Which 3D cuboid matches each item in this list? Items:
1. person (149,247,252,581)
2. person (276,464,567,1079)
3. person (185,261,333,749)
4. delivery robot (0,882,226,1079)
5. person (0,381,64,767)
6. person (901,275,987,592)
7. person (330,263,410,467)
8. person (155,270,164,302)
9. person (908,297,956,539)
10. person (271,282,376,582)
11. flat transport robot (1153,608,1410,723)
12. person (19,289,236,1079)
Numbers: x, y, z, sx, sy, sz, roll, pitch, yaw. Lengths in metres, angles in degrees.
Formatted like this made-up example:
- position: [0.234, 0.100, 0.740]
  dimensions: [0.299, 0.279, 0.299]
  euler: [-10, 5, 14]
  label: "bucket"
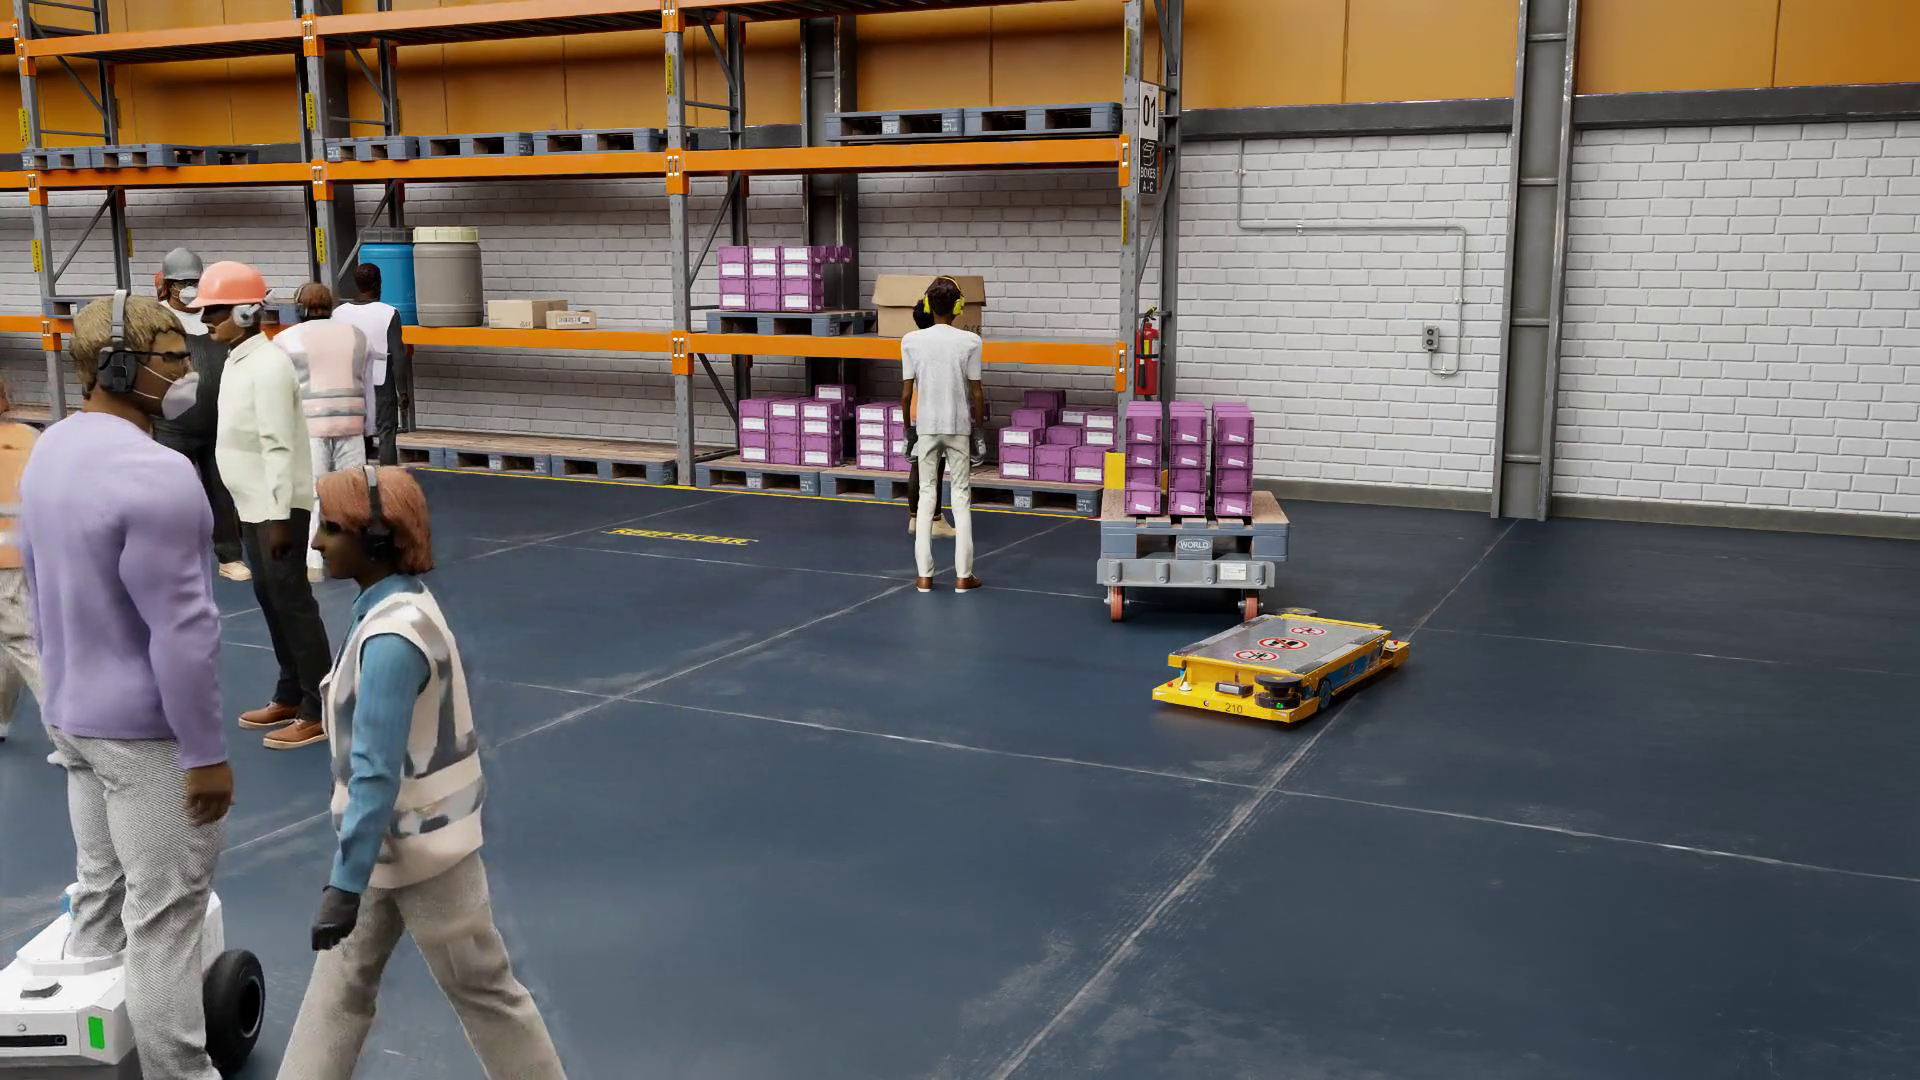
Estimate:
- position: [-4.585, -0.732, 10.003]
  dimensions: [0.538, 2.000, 0.685]
  euler: [9, 13, 42]
  label: "person"
- position: [-1.184, 0.641, 3.406]
  dimensions: [0.845, 1.592, 0.525]
  euler: [-4, 11, -22]
  label: "person"
- position: [-2.871, -0.140, 6.812]
  dimensions: [0.434, 1.980, 0.633]
  euler: [-8, 12, -37]
  label: "person"
- position: [-2.007, 1.034, 3.876]
  dimensions: [0.477, 0.478, 0.707]
  euler: [0, 10, -3]
  label: "delivery robot"
- position: [-3.767, 0.101, 6.517]
  dimensions: [0.839, 1.587, 0.517]
  euler: [3, 10, 14]
  label: "person"
- position: [-0.095, -0.617, 9.835]
  dimensions: [0.521, 1.871, 0.325]
  euler: [1, 10, 8]
  label: "person"
- position: [-4.623, -1.210, 13.087]
  dimensions: [0.596, 1.918, 0.385]
  euler: [2, 10, 10]
  label: "person"
- position: [-5.604, -0.981, 11.875]
  dimensions: [0.355, 1.885, 0.573]
  euler: [-1, 10, -7]
  label: "person"
- position: [-0.202, -0.861, 11.716]
  dimensions: [0.318, 1.700, 0.535]
  euler: [-7, 12, -33]
  label: "person"
- position: [-3.910, -0.660, 10.228]
  dimensions: [0.644, 1.832, 0.431]
  euler: [-8, 13, -38]
  label: "person"
- position: [1.519, 0.554, 7.701]
  dimensions: [0.652, 0.197, 1.431]
  euler: [7, 12, 34]
  label: "flat transport robot"
- position: [-1.815, 0.423, 3.692]
  dimensions: [0.629, 1.937, 0.379]
  euler: [8, 13, 39]
  label: "person"
